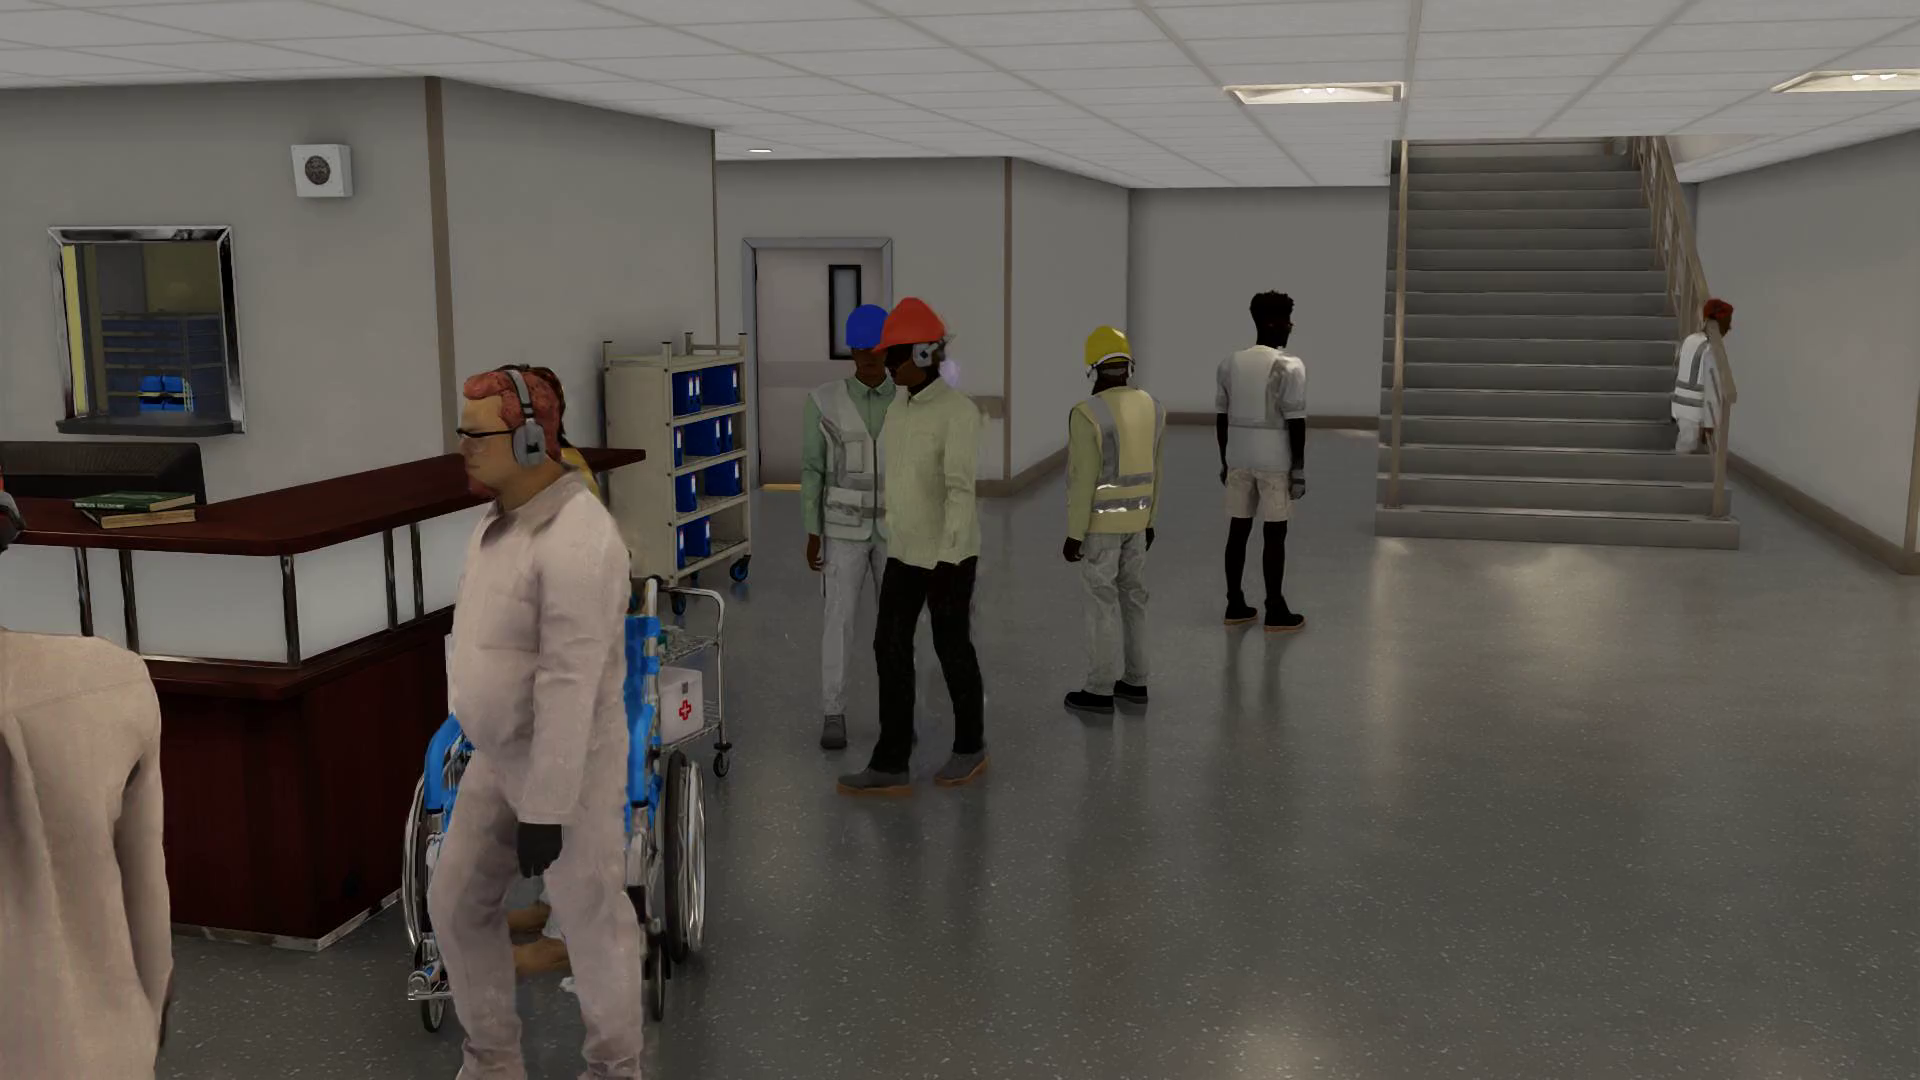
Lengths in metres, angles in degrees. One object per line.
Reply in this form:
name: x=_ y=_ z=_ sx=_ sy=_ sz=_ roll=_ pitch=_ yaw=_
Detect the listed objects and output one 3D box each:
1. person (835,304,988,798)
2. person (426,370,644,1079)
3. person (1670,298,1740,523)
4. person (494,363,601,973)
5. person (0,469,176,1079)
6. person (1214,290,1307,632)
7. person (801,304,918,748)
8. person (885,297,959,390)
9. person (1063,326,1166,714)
person: x=-0.132 y=0.052 z=6.642 sx=0.687 sy=1.956 sz=0.680 roll=-8 pitch=13 yaw=-40
person: x=-1.078 y=0.548 z=3.927 sx=0.708 sy=1.882 sz=0.673 roll=-7 pitch=12 yaw=-35
person: x=5.785 y=-1.001 z=13.221 sx=0.912 sy=1.842 sz=0.651 roll=0 pitch=10 yaw=2
person: x=-1.277 y=0.382 z=5.085 sx=0.430 sy=1.838 sz=0.624 roll=-2 pitch=10 yaw=-12
person: x=-1.317 y=0.791 z=2.217 sx=0.402 sy=1.984 sz=0.613 roll=4 pitch=10 yaw=22
person: x=1.746 y=-0.455 z=9.616 sx=0.369 sy=1.963 sz=0.609 roll=-9 pitch=13 yaw=-43
person: x=-0.389 y=-0.054 z=7.299 sx=0.608 sy=1.946 sz=0.406 roll=-2 pitch=10 yaw=-10
person: x=-0.211 y=-0.559 z=10.396 sx=0.551 sy=1.910 sz=0.845 roll=6 pitch=12 yaw=33
person: x=0.707 y=-0.094 z=7.890 sx=0.600 sy=1.827 sz=0.404 roll=-9 pitch=13 yaw=-42
